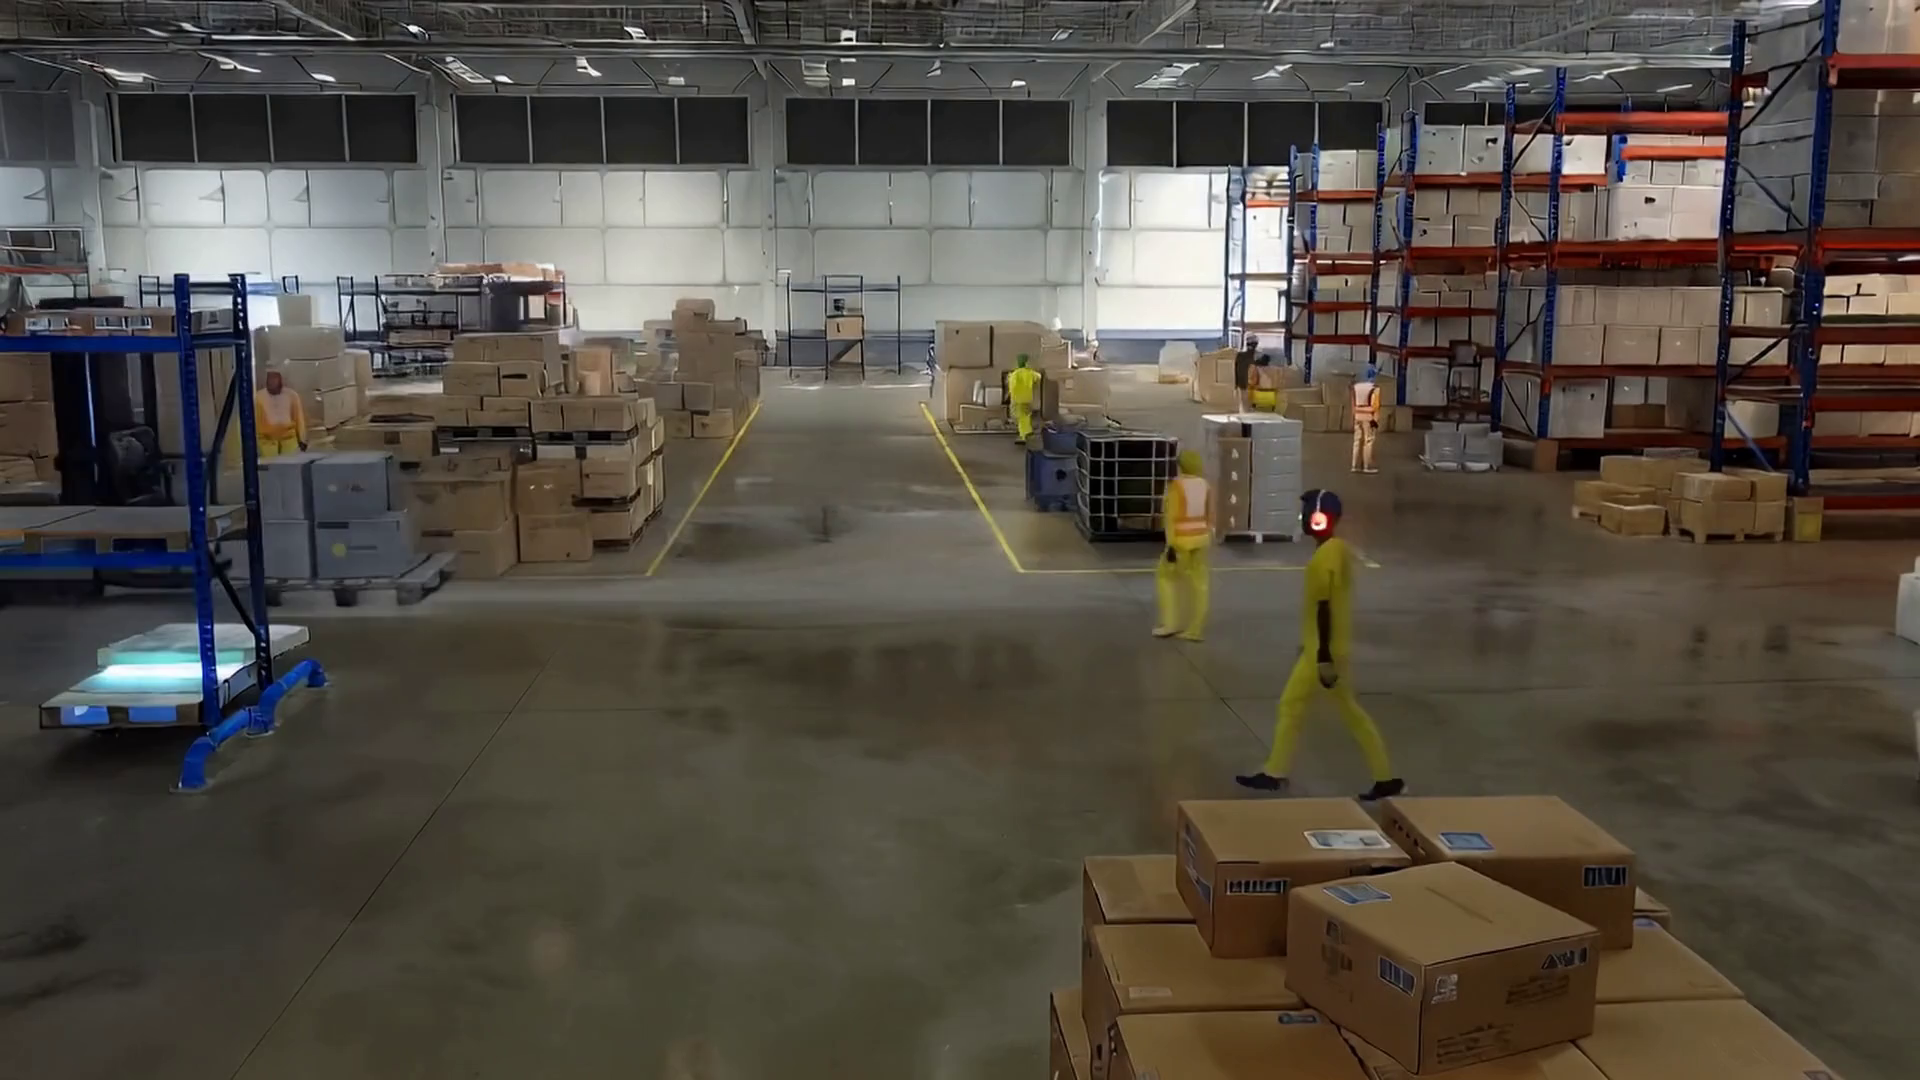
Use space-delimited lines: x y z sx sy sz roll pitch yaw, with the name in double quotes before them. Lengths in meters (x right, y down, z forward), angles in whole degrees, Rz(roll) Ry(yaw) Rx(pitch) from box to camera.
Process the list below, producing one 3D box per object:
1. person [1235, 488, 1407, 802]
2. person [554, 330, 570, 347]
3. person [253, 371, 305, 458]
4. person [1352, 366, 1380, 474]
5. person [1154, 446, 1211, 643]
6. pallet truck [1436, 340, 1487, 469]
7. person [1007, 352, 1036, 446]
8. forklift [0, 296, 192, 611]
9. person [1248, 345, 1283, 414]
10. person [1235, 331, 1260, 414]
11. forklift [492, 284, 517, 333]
"person" 2.126 0.611 9.560 0.989 1.830 0.508 7 11 36
"person" -8.350 -3.405 34.520 0.646 1.890 1.029 0 9 -2
"person" -8.675 -1.236 21.171 0.647 1.799 0.927 -4 10 -26
"person" 6.183 -1.819 25.336 0.306 1.640 0.522 -5 11 -31
"person" 1.833 0.027 13.786 0.533 1.615 0.567 -6 11 -33
"pallet truck" 8.004 -2.170 26.422 0.823 1.965 1.885 2 9 14
"person" 1.143 -2.471 29.316 0.537 1.675 0.639 -8 12 -41
"forklift" -7.915 -0.822 15.190 1.873 2.768 1.129 -1 9 -4
"person" 4.911 -2.223 27.070 0.669 1.902 0.503 -1 9 -8
"person" 5.382 -2.851 30.704 0.614 1.993 0.395 3 9 15
"forklift" -9.921 -4.219 36.520 1.873 2.768 1.129 -1 9 -4
